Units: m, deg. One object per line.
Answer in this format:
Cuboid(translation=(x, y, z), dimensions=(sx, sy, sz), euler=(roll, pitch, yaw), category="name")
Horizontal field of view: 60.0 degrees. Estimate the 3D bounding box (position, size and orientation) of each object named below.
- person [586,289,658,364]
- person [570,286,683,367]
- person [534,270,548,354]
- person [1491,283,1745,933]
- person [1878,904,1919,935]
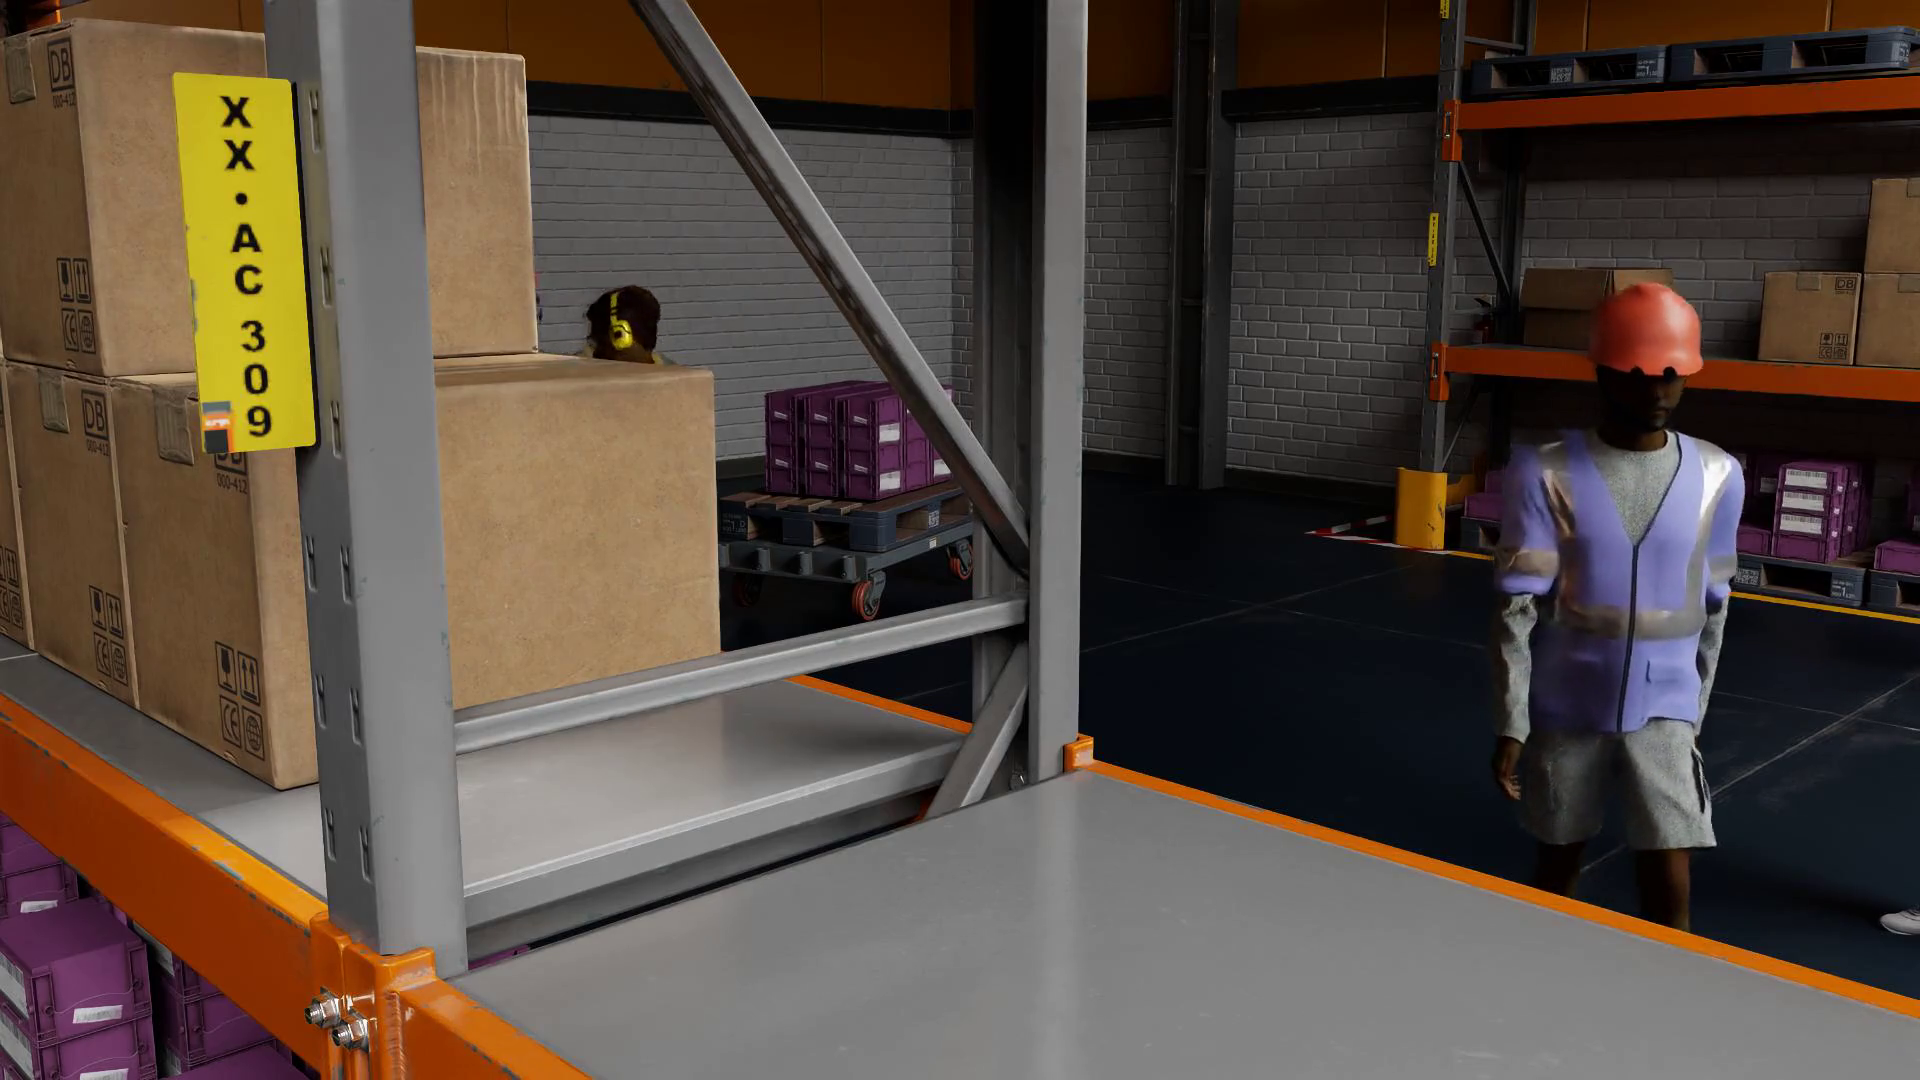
Cuboid(translation=(-0.982, 0.075, 5.686), dimensions=(0.686, 1.849, 0.492), euler=(9, 14, 42), category="person")
Cuboid(translation=(-1.226, -0.081, 6.584), dimensions=(0.658, 1.816, 0.759), euler=(-10, 14, -44), category="person")
Cuboid(translation=(-1.613, -0.010, 5.823), dimensions=(0.652, 1.954, 0.572), euler=(-1, 10, -7), category="person")
Cuboid(translation=(1.461, 0.403, 3.684), dimensions=(0.557, 1.910, 0.808), euler=(2, 11, 9), category="person")
Cuboid(translation=(2.925, 0.244, 4.546), dimensions=(0.391, 1.920, 0.587), euler=(-2, 11, -11), category="person")
